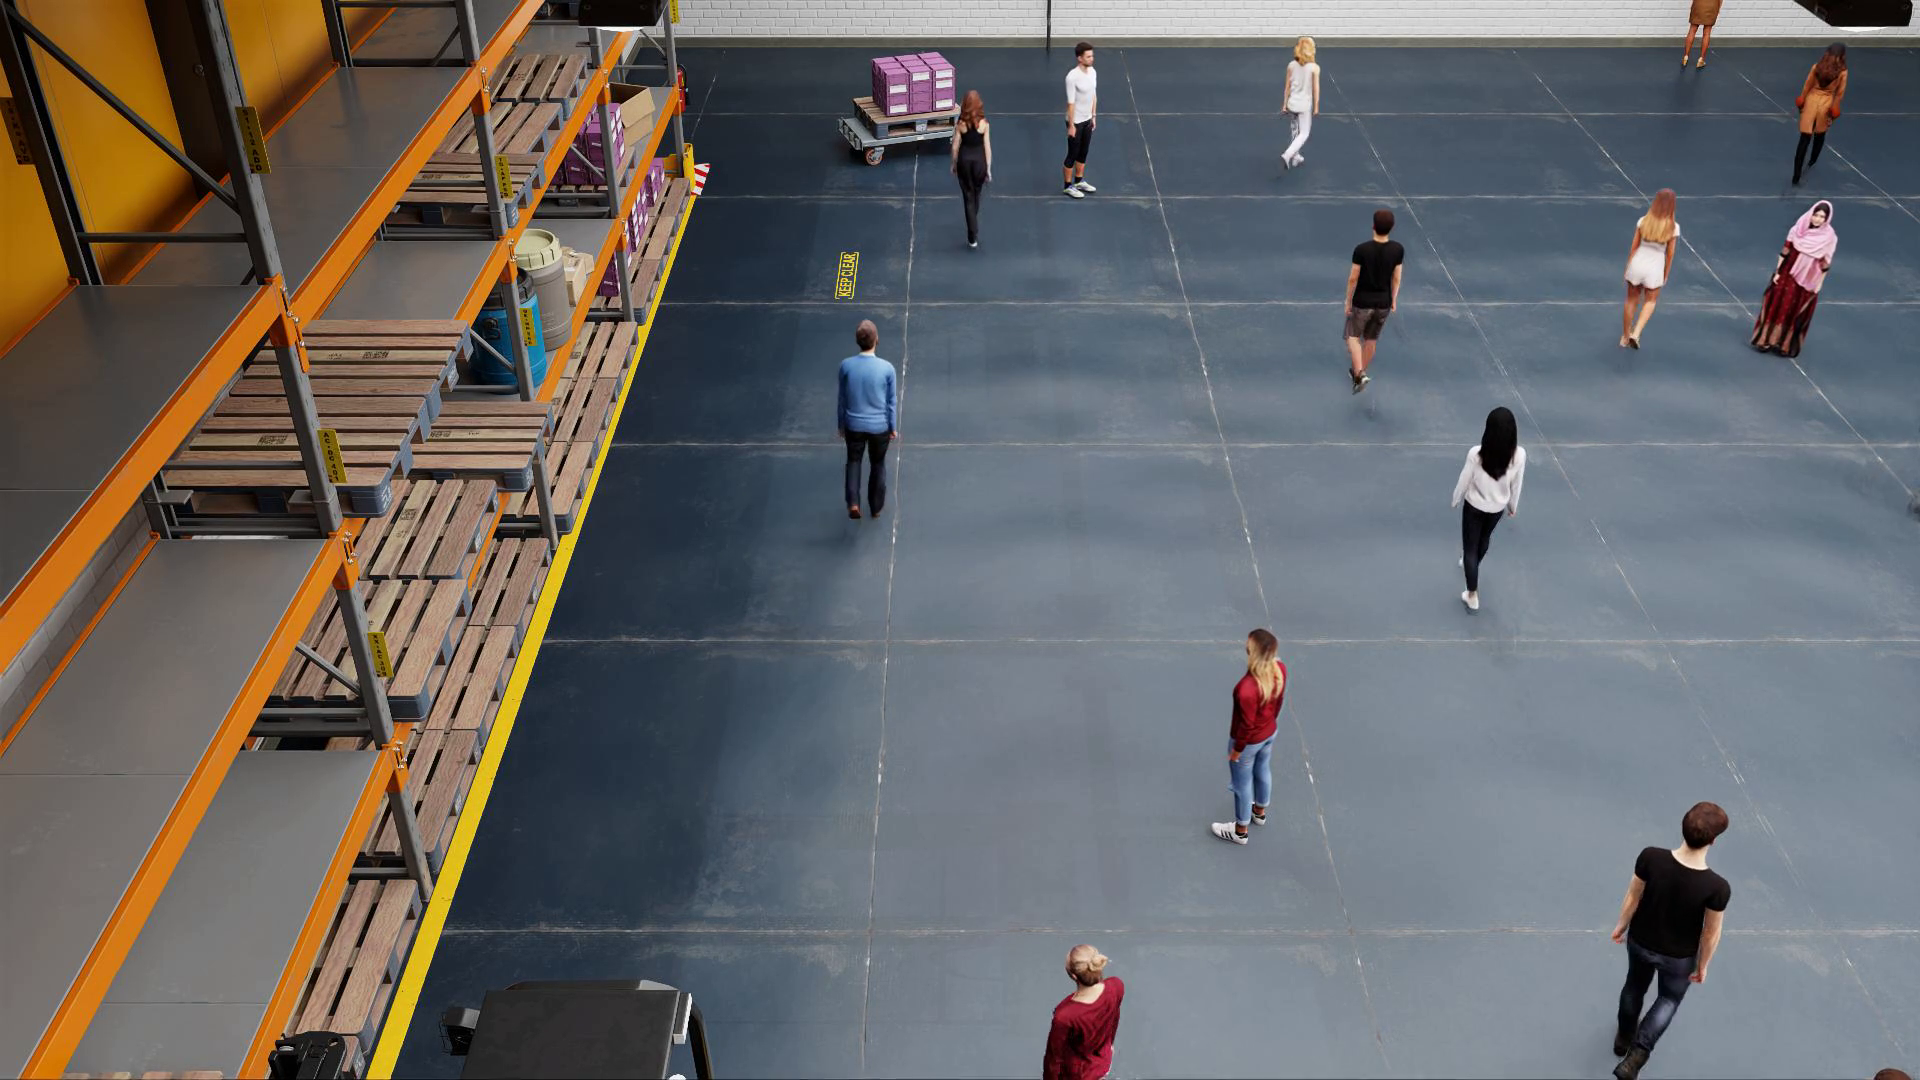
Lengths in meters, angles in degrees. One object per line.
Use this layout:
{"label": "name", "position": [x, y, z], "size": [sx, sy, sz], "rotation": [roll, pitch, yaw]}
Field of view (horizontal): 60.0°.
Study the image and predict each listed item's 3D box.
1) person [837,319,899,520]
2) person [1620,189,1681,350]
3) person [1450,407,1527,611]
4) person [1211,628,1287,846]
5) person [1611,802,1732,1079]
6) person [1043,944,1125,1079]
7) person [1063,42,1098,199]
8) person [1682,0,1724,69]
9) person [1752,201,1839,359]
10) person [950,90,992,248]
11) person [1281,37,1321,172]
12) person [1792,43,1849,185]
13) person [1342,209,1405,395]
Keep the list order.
{"label": "person", "position": [-0.784, -0.936, 13.823], "size": [0.745, 1.803, 0.928], "rotation": [5, 34, 8]}
{"label": "person", "position": [6.792, -2.639, 16.493], "size": [0.775, 1.683, 0.884], "rotation": [17, 37, 23]}
{"label": "person", "position": [4.069, -0.224, 12.867], "size": [0.641, 1.675, 0.928], "rotation": [-1, 34, -1]}
{"label": "person", "position": [1.879, 1.250, 10.687], "size": [0.726, 1.634, 0.657], "rotation": [27, 42, 34]}
{"label": "person", "position": [3.768, 2.232, 8.987], "size": [1.008, 1.880, 1.106], "rotation": [23, 40, 31]}
{"label": "person", "position": [0.671, 2.697, 8.459], "size": [0.846, 1.689, 0.922], "rotation": [-21, 39, -29]}
{"label": "person", "position": [1.428, -5.055, 19.978], "size": [0.791, 1.849, 0.724], "rotation": [28, 42, 35]}
{"label": "person", "position": [10.828, -7.740, 24.165], "size": [0.647, 1.686, 0.656], "rotation": [17, 37, 24]}
{"label": "person", "position": [8.314, -2.611, 16.493], "size": [0.774, 1.636, 0.805], "rotation": [22, 40, 30]}
{"label": "person", "position": [0.130, -4.147, 18.753], "size": [0.673, 1.694, 1.139], "rotation": [-3, 34, -4]}
{"label": "person", "position": [4.194, -5.384, 20.647], "size": [0.913, 1.657, 1.006], "rotation": [24, 40, 31]}
{"label": "person", "position": [10.448, -5.179, 20.315], "size": [1.032, 1.683, 1.231], "rotation": [17, 37, 24]}
{"label": "person", "position": [3.891, -2.212, 15.703], "size": [0.684, 1.846, 0.947], "rotation": [-1, 34, -2]}
